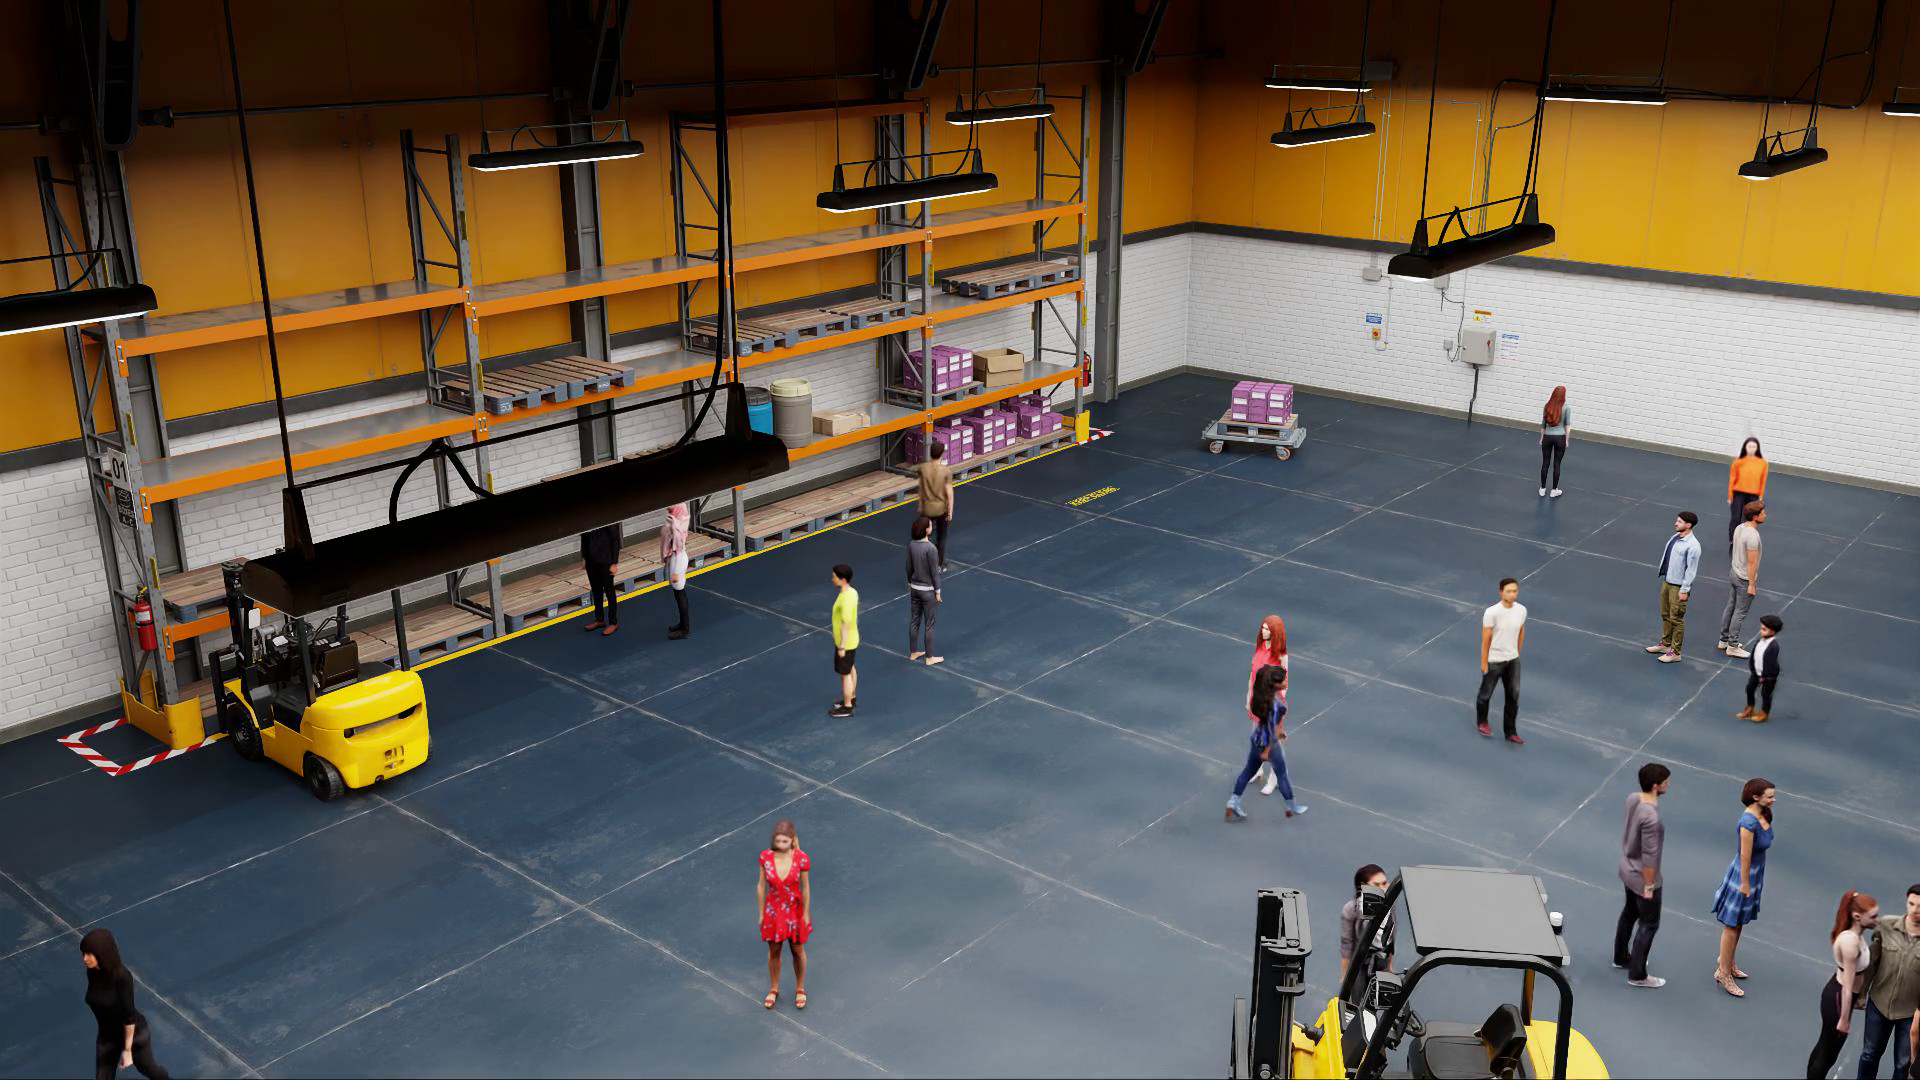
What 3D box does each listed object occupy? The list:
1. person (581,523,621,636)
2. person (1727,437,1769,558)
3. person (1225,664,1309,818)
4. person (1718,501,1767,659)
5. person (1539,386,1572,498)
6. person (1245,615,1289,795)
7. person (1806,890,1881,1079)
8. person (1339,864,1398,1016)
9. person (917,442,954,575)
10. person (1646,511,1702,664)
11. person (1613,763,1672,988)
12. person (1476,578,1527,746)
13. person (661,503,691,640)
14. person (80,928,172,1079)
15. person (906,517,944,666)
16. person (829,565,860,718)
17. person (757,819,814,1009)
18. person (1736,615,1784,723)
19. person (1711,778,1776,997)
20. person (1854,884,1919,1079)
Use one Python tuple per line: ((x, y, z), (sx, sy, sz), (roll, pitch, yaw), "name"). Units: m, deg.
((-4.377, 0.217, 20.290), (0.731, 1.883, 0.609), (11, 21, 29), "person")
((10.809, -0.593, 22.939), (0.785, 1.728, 0.873), (5, 19, 14), "person")
((2.811, 1.935, 15.667), (1.099, 1.578, 1.017), (-3, 19, -8), "person")
((9.235, 0.439, 19.608), (0.808, 1.897, 0.709), (1, 19, 3), "person")
((9.185, -1.535, 25.712), (0.614, 1.743, 0.572), (11, 22, 30), "person")
((3.015, 1.589, 16.302), (0.591, 1.828, 0.638), (-12, 22, -32), "person")
((6.120, 3.229, 11.570), (0.668, 1.741, 0.491), (11, 22, 30), "person")
((2.935, 3.099, 12.053), (0.669, 1.678, 0.774), (-8, 20, -23), "person")
((-0.370, -0.387, 22.154), (0.852, 1.838, 1.004), (7, 20, 20), "person")
((8.401, 0.529, 19.475), (0.812, 1.812, 0.746), (-1, 19, -3), "person")
((5.359, 2.622, 13.204), (0.877, 1.848, 0.790), (1, 19, 2), "person")
((5.637, 1.220, 17.471), (0.980, 1.783, 1.019), (-3, 19, -10), "person")
((-3.412, 0.312, 20.132), (0.797, 1.804, 0.739), (-2, 19, -5), "person")
((-5.665, 3.364, 11.383), (0.873, 1.605, 1.115), (5, 19, 15), "person")
((-0.425, 0.575, 19.408), (0.609, 1.768, 0.494), (15, 24, 38), "person")
((-1.219, 1.058, 18.066), (0.779, 1.708, 0.705), (0, 19, -1), "person")
((-1.348, 2.870, 12.866), (0.663, 1.593, 0.705), (1, 19, 3), "person")
((8.705, 1.386, 17.867), (0.675, 1.214, 0.619), (-4, 19, -13), "person")
((6.172, 2.694, 13.056), (0.756, 1.806, 0.548), (11, 22, 30), "person")
((6.474, 3.201, 11.457), (0.709, 1.865, 0.595), (17, 25, 41), "person")
